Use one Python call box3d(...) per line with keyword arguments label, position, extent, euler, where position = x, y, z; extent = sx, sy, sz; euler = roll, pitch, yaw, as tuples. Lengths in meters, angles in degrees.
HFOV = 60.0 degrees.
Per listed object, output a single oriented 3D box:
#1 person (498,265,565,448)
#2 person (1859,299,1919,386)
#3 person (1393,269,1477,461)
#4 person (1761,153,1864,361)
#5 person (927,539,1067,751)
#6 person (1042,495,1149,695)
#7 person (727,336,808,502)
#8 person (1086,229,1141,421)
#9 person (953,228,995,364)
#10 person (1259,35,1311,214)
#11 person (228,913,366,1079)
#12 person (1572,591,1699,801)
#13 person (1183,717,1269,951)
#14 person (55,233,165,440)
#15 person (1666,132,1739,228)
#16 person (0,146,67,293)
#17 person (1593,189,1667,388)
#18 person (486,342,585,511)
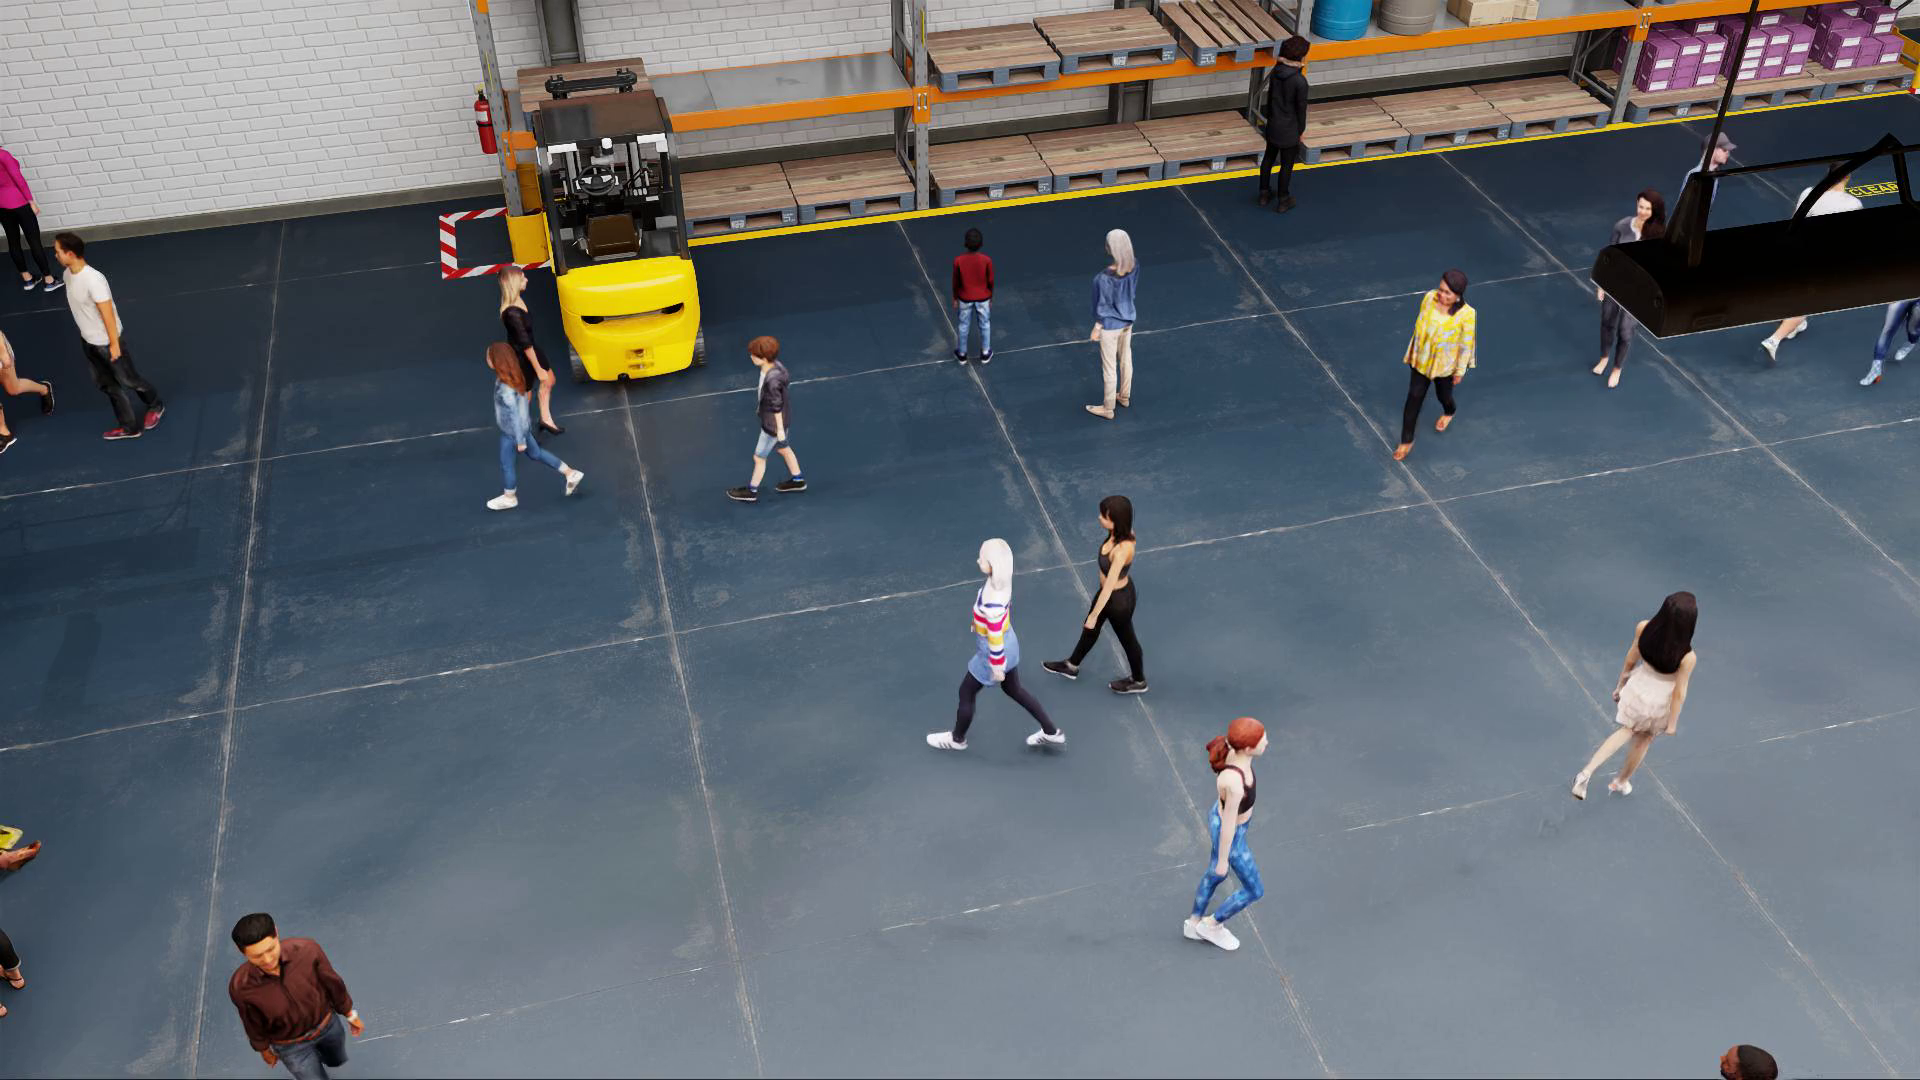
box3d(label="person", position=(-3.547, -1.413, 13.199), extent=(0.643, 1.660, 0.581), euler=(-5, 39, -7))
box3d(label="person", position=(8.115, -2.071, 14.073), extent=(1.089, 1.597, 0.845), euler=(-25, 45, -28))
box3d(label="person", position=(3.849, -1.430, 13.250), extent=(1.046, 1.623, 1.175), euler=(28, 46, 30))
box3d(label="person", position=(7.318, -2.404, 14.304), extent=(1.283, 1.829, 0.999), euler=(-26, 46, -29))
box3d(label="person", position=(0.314, 0.697, 10.468), extent=(1.242, 1.770, 1.007), euler=(7, 39, 9))
box3d(label="person", position=(1.120, 0.401, 10.963), extent=(1.004, 1.615, 0.710), euler=(0, 39, -1))
box3d(label="person", position=(-1.370, -0.930, 12.785), extent=(0.876, 1.421, 0.616), euler=(-5, 39, -6))
box3d(label="person", position=(1.278, -1.778, 13.629), extent=(0.769, 1.704, 0.678), euler=(28, 47, 31))
box3d(label="person", position=(0.120, -2.112, 14.402), extent=(0.490, 1.250, 0.609), euler=(-1, 39, -1))
box3d(label="person", position=(3.217, -4.114, 16.489), extent=(0.718, 1.775, 0.703), euler=(-28, 46, -30))
box3d(label="person", position=(-3.314, 2.405, 8.339), extent=(1.111, 1.758, 1.031), euler=(-31, 48, -33))
box3d(label="person", position=(4.114, 1.019, 10.103), extent=(0.875, 1.722, 0.691), euler=(-19, 42, -22))
box3d(label="person", position=(1.409, 1.659, 9.272), extent=(0.745, 1.771, 0.691), euler=(4, 39, 5))
box3d(label="person", position=(-6.839, -1.654, 13.417), extent=(0.943, 1.775, 1.003), euler=(14, 41, 17))
box3d(label="person", position=(6.309, -2.726, 14.672), extent=(0.973, 1.872, 0.948), euler=(30, 47, 32))
box3d(label="person", position=(-8.710, -3.083, 15.266), extent=(0.649, 1.699, 0.739), euler=(8, 39, 10))
box3d(label="person", position=(5.666, -2.206, 14.114), extent=(0.764, 1.758, 0.822), euler=(22, 43, 25))
box3d(label="person", position=(-3.306, -0.875, 12.693), extent=(1.003, 1.450, 0.614), euler=(-6, 39, -7))
